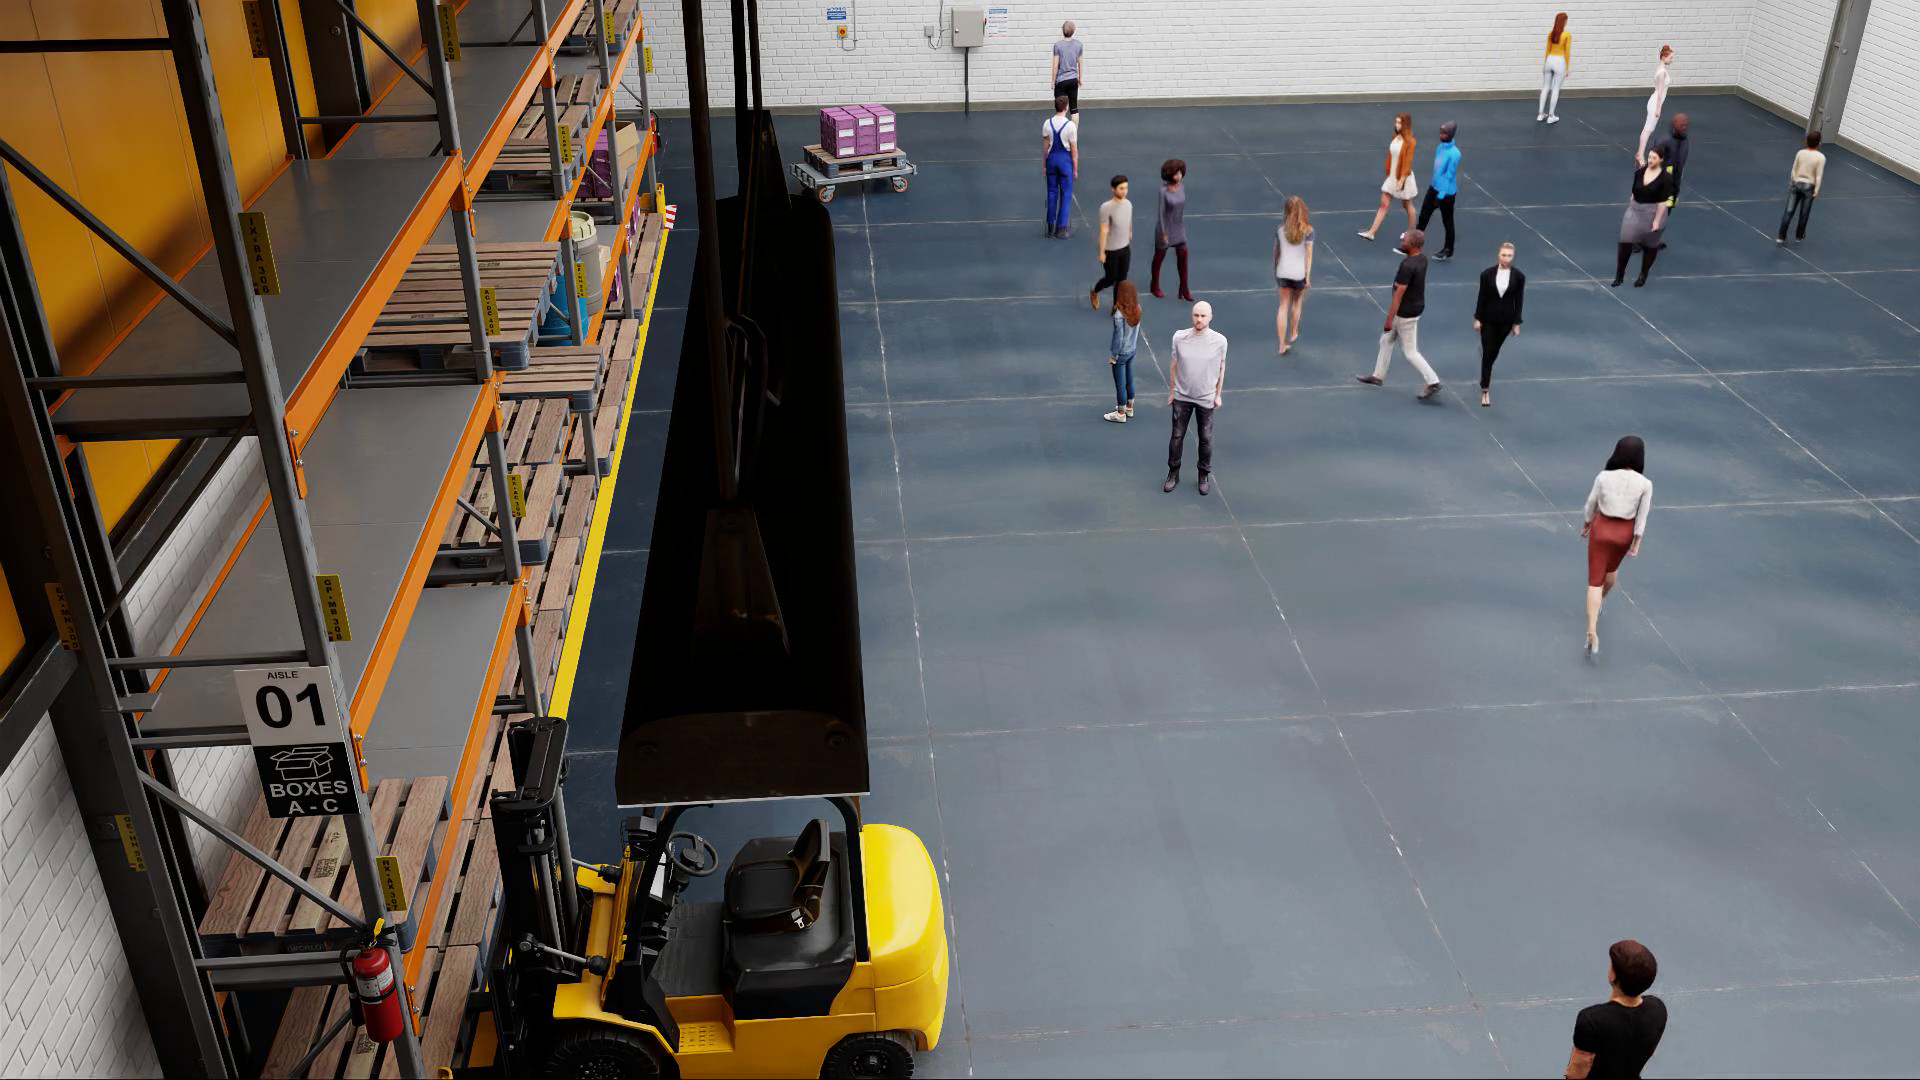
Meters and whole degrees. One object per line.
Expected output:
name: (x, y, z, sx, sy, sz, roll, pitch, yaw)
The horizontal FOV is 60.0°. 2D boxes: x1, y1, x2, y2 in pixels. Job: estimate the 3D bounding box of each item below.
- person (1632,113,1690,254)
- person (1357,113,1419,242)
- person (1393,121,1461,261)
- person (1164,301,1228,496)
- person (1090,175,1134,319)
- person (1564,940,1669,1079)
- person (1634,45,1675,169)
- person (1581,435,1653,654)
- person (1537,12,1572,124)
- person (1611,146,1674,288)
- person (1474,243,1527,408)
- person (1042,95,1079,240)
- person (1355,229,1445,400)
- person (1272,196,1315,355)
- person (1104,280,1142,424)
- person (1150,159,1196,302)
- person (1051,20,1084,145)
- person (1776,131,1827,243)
person: (8.946, -4.578, 21.271, 0.928, 1.813, 0.942, 25, 37, 38)
person: (5.797, -4.689, 21.624, 0.947, 1.670, 1.121, -13, 31, -23)
person: (6.150, -4.362, 20.929, 0.870, 1.762, 1.040, -11, 30, -19)
person: (2.165, -1.324, 15.286, 0.721, 1.832, 0.690, 6, 29, 11)
person: (1.761, -3.396, 19.214, 0.815, 1.707, 0.936, -17, 33, -28)
person: (3.069, 2.728, 7.852, 0.798, 1.838, 0.995, -8, 29, -13)
person: (10.298, -6.418, 24.660, 0.702, 1.798, 0.572, 10, 30, 17)
person: (5.027, 0.069, 12.864, 0.869, 1.704, 1.185, 8, 30, 14)
person: (9.672, -7.676, 27.015, 0.763, 1.750, 0.690, -24, 37, -37)
person: (8.347, -3.903, 20.113, 0.923, 1.737, 0.872, -24, 37, -37)
person: (5.542, -2.255, 17.173, 0.836, 1.659, 1.145, 5, 29, 10)
person: (1.298, -4.904, 21.820, 0.857, 1.859, 0.967, 12, 31, 21)
person: (4.675, -2.285, 17.111, 1.194, 1.771, 1.233, 15, 32, 26)
person: (3.639, -2.861, 18.273, 0.851, 1.671, 0.987, 15, 32, 25)
person: (1.654, -1.905, 16.722, 0.705, 1.476, 0.628, 19, 34, 30)
person: (2.421, -3.695, 19.778, 0.822, 1.692, 0.954, -17, 33, -28)
person: (1.653, -7.089, 25.797, 0.713, 1.887, 0.631, -8, 30, -15)
person: (10.942, -4.577, 21.634, 0.784, 1.465, 0.843, 22, 36, 35)
